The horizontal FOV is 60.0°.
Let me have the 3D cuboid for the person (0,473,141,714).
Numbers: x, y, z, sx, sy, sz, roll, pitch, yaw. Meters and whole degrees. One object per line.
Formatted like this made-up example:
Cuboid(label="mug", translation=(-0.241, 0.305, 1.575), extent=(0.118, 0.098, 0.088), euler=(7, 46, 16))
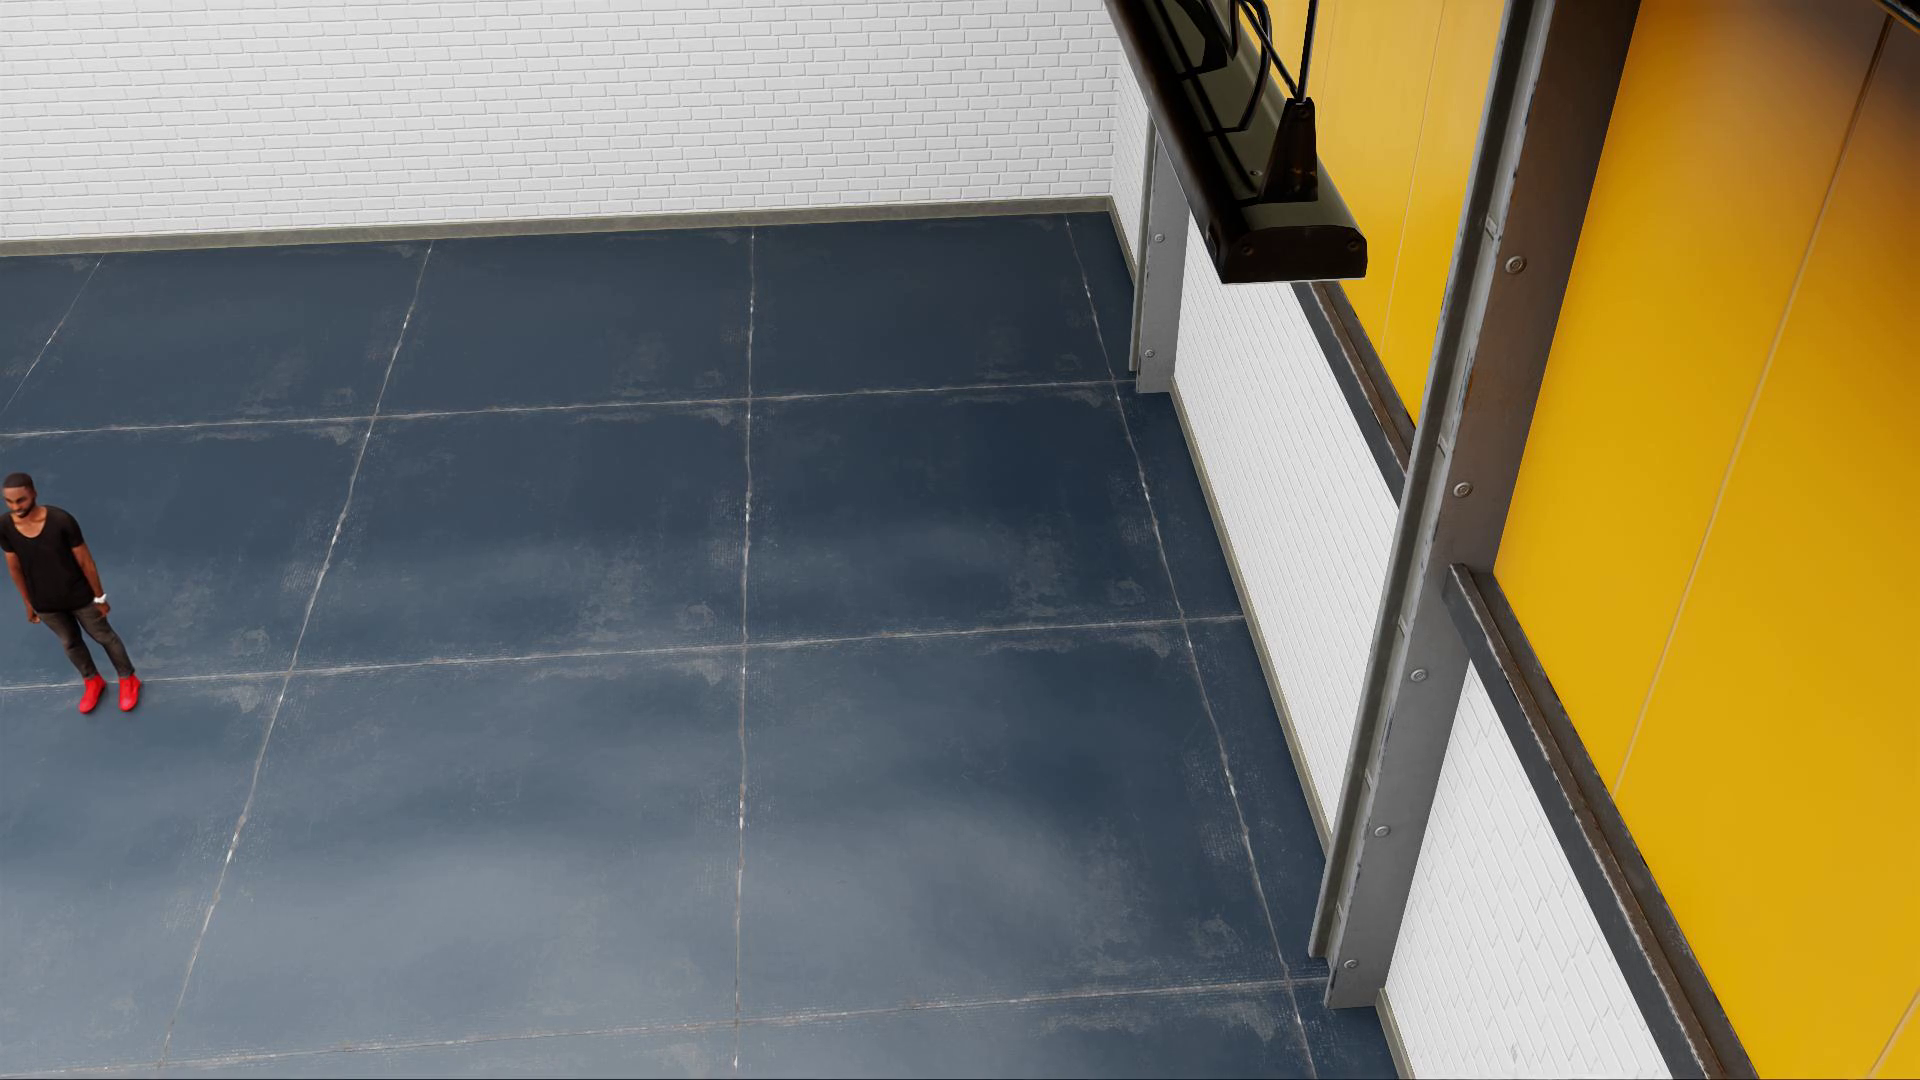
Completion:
Cuboid(label="person", translation=(-5.530, 0.314, 10.276), extent=(0.633, 1.804, 0.515), euler=(-4, 39, -5))
